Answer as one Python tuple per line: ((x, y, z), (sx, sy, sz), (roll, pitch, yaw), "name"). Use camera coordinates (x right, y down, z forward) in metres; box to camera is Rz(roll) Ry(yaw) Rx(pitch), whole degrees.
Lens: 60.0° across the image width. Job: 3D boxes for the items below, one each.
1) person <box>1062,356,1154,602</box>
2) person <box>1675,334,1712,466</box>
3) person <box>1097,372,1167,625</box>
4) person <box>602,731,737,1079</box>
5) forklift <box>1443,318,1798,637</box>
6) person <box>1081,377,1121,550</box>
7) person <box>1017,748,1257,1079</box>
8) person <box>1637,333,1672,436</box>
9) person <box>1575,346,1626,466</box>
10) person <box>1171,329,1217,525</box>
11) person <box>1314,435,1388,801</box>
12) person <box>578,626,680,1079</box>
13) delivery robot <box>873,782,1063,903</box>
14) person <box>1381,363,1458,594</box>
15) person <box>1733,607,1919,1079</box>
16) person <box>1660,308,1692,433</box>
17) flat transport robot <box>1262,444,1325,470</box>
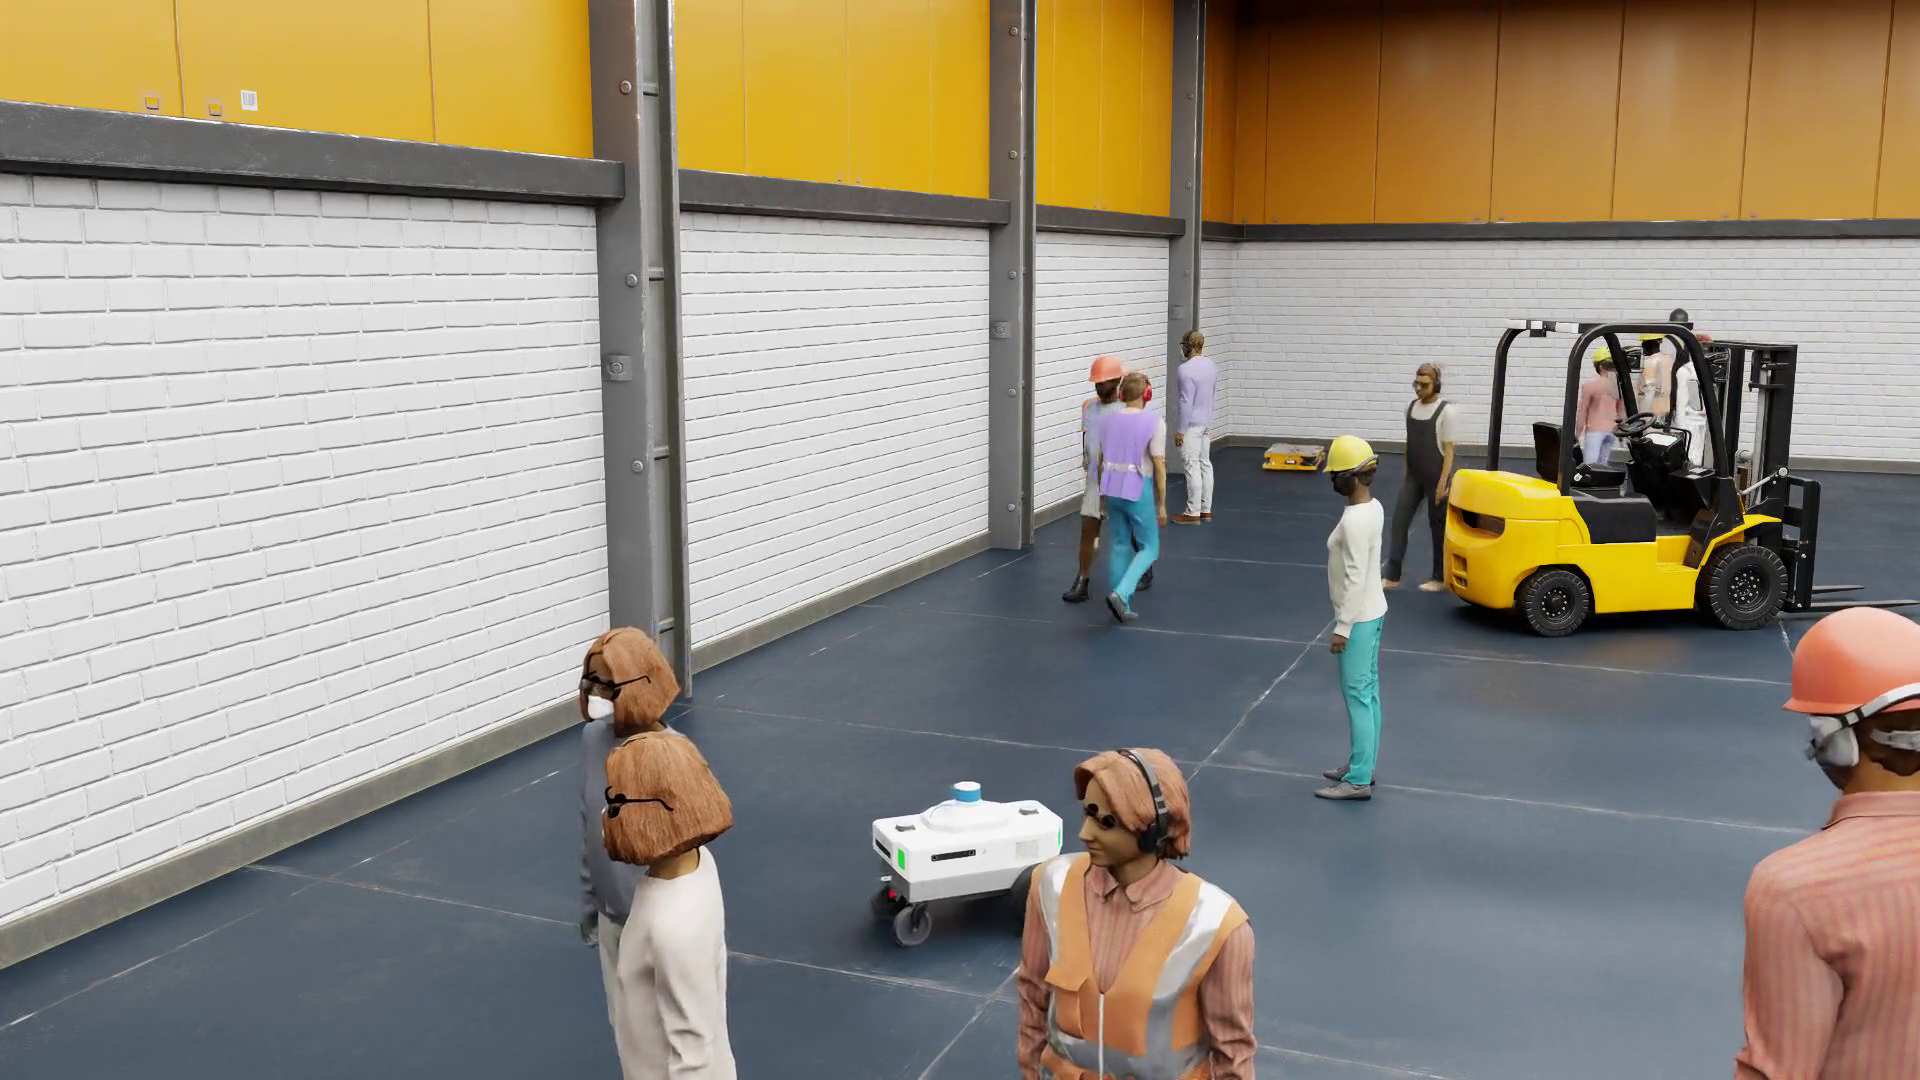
((1.185, -0.486, 12.852), (0.559, 1.892, 1.000), (7, 11, 35), "person")
((7.615, -1.200, 17.233), (0.601, 1.865, 0.457), (-7, 12, -36), "person")
((1.190, -0.278, 11.814), (0.617, 1.816, 0.494), (8, 12, 39), "person")
((-0.592, 1.192, 3.447), (0.265, 1.632, 0.509), (-2, 10, -10), "person")
((4.706, -0.497, 11.990), (2.313, 2.155, 1.214), (-2, 10, -10), "forklift")
((1.353, -0.745, 15.028), (0.532, 1.691, 0.321), (-1, 9, -3), "person")
((0.345, 1.205, 3.361), (0.515, 1.636, 0.315), (6, 11, 33), "person")
((7.623, -1.417, 18.377), (0.386, 1.922, 0.594), (8, 12, 41), "person")
((6.627, -1.109, 17.062), (0.523, 1.741, 0.692), (-3, 10, -17), "person")
((2.325, -1.116, 16.515), (0.355, 1.937, 0.634), (7, 11, 35), "person")
((1.884, 0.375, 8.021), (0.327, 1.761, 0.522), (4, 10, 22), "person")
((-0.862, 1.032, 4.445), (0.292, 1.632, 0.507), (-8, 12, -41), "person")
((0.028, 1.185, 6.467), (0.707, 0.478, 0.477), (-4, 10, -21), "delivery robot")
((3.525, -0.454, 12.886), (0.832, 1.809, 0.542), (-6, 11, -33), "person")
((1.562, 1.102, 2.931), (0.611, 1.985, 0.393), (-3, 10, -20), "person")
((9.006, -1.908, 21.002), (0.684, 2.000, 0.535), (1, 9, 4), "person")
((4.275, -1.065, 21.243), (0.652, 0.197, 1.431), (3, 10, 16), "flat transport robot")
